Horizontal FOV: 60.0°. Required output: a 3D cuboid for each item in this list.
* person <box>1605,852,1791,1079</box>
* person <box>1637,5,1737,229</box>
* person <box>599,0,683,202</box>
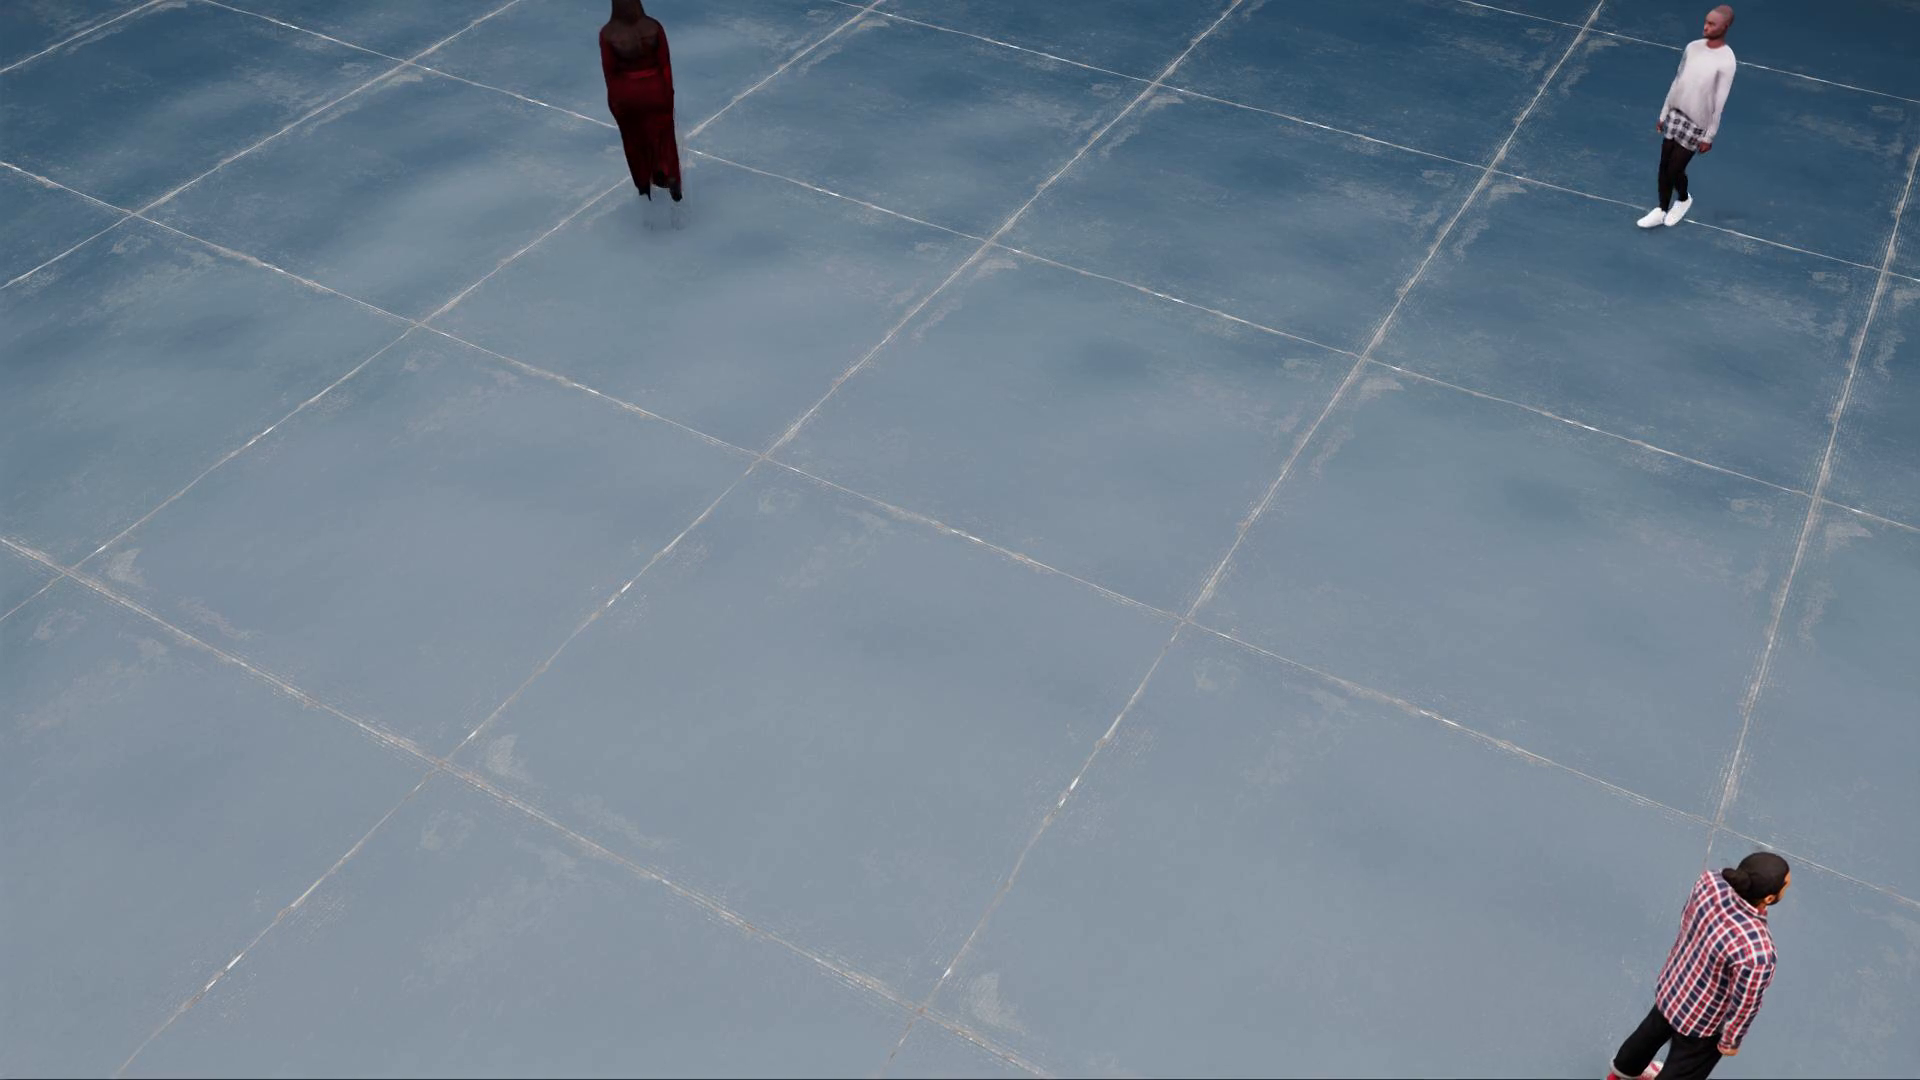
[{"bbox_3d":[3.052,1.873,6.859,0.819,1.755,0.715,-3,42,-3],"label":"person"},{"bbox_3d":[5.486,-3.115,12.349,0.819,1.758,0.770,-18,45,-18],"label":"person"},{"bbox_3d":[-2.398,-3.297,12.567,0.962,1.734,1.001,-13,44,-14],"label":"person"}]
